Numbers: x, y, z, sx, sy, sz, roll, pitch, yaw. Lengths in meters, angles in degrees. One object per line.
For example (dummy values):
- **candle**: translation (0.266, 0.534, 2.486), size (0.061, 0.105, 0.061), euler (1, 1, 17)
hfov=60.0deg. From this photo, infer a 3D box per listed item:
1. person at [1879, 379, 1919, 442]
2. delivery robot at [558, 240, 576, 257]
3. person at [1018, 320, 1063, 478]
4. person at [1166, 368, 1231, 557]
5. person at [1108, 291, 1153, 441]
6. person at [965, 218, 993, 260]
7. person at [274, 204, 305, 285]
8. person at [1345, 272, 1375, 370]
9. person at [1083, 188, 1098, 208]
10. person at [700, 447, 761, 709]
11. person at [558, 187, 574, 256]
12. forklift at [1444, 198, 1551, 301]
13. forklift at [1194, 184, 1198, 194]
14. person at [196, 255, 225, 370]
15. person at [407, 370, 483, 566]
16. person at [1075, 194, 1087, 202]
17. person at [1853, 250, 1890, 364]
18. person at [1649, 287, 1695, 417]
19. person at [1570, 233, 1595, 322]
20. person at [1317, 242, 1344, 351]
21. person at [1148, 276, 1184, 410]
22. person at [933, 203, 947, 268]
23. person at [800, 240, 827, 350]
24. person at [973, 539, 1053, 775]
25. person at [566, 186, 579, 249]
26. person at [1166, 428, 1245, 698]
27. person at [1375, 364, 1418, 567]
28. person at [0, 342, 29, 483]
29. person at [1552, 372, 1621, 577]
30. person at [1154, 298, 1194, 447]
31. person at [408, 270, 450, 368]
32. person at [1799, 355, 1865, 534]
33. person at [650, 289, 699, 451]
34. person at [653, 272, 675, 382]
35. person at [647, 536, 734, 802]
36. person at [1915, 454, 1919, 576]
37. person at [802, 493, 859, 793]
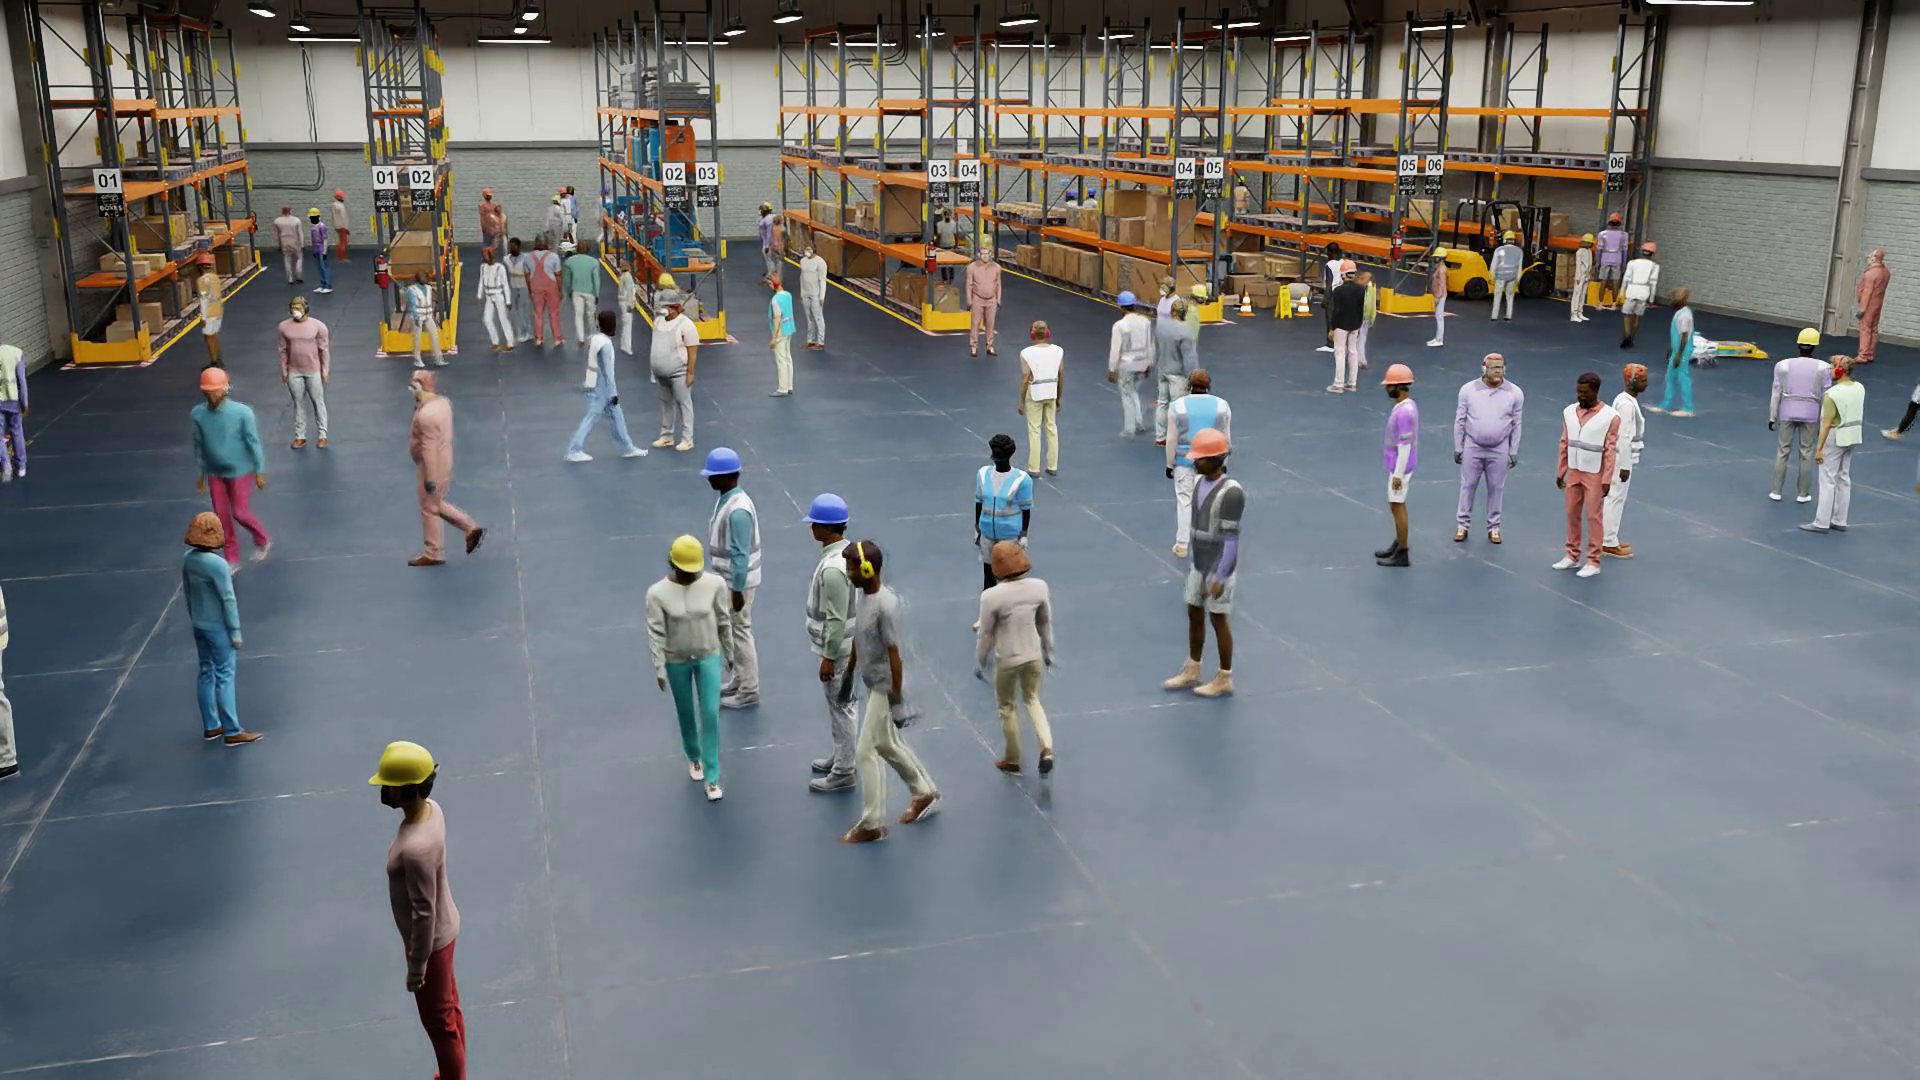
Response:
- **person**: translation (12.354, -2.028, 21.295), size (0.530, 1.650, 0.831), euler (-10, 18, -34)
- **delivery robot**: translation (-10.882, -8.042, 45.867), size (0.477, 0.478, 0.707), euler (4, 15, 15)
- **person**: translation (0.951, -1.641, 19.494), size (0.574, 1.840, 0.380), euler (-8, 17, -27)
- **person**: translation (2.295, -0.746, 16.126), size (0.626, 1.843, 0.430), euler (-1, 15, -3)
- **person**: translation (2.208, -2.260, 21.634), size (0.656, 1.936, 0.468), euler (-11, 18, -36)
- **person**: translation (0.397, -5.941, 35.627), size (0.592, 1.872, 1.030), euler (-1, 15, -4)
- **person**: translation (-16.033, -7.090, 39.888), size (0.681, 1.891, 0.597), euler (-2, 15, -7)
- **person**: translation (6.591, -3.638, 27.474), size (0.504, 1.608, 0.721), euler (-10, 18, -33)
- **person**: translation (3.644, -8.771, 46.116), size (0.605, 1.951, 0.380), euler (11, 18, 35)
- **person**: translation (-1.656, 0.270, 12.128), size (0.419, 1.937, 0.616), euler (-4, 15, -16)
- **person**: translation (-11.140, -8.968, 46.886), size (0.376, 1.934, 0.547), euler (8, 17, 27)
- **forklift**: translation (11.913, -6.508, 37.130), size (2.313, 2.155, 1.214), euler (-4, 15, -15)
- **forklift**: translation (7.392, -11.333, 53.972), size (1.873, 2.768, 1.129), euler (-4, 15, -15)
- **person**: translation (-12.196, -3.678, 27.068), size (0.421, 1.890, 0.574), euler (3, 15, 11)
- **person**: translation (-4.965, -0.684, 15.820), size (0.590, 1.879, 0.669), euler (0, 15, -1)
- **person**: translation (3.698, -9.689, 50.036), size (0.598, 1.713, 0.653), euler (10, 18, 32)
- **person**: translation (15.246, -3.907, 27.898), size (0.650, 1.907, 0.409), euler (-11, 19, -37)
- **person**: translation (10.053, -2.631, 23.250), size (0.426, 1.840, 0.529), euler (4, 15, 13)
- **person**: translation (12.475, -5.254, 33.279), size (0.486, 1.743, 0.299), euler (-14, 20, -42)
- **person**: translation (6.568, -4.279, 29.279), size (0.393, 1.916, 0.591), euler (11, 19, 36)
- **person**: translation (2.945, -2.773, 23.574), size (0.373, 1.937, 0.630), euler (-5, 16, -19)
- **person**: translation (-0.530, -8.082, 43.745), size (0.502, 1.840, 0.344), euler (12, 19, 38)
- **person**: translation (-2.605, -4.336, 29.470), size (0.625, 1.932, 0.373), euler (14, 20, 43)
- **person**: translation (0.374, 0.784, 10.797), size (0.523, 1.617, 0.474), euler (-10, 18, -32)
- **person**: translation (-11.519, -9.555, 49.289), size (0.429, 1.838, 0.621), euler (-14, 20, -41)
- **person**: translation (1.841, 0.172, 12.296), size (0.390, 2.039, 0.616), euler (-7, 16, -23)
- **person**: translation (4.143, -0.710, 15.811), size (0.379, 1.933, 0.552), euler (4, 15, 15)
- **person**: translation (-11.129, -1.612, 19.300), size (0.599, 1.887, 0.767), euler (-13, 19, -39)
- **person**: translation (5.855, -0.624, 15.550), size (0.405, 1.908, 0.599), euler (-9, 18, -32)
- **person**: translation (2.705, -2.085, 21.013), size (0.389, 1.927, 0.639), euler (-11, 18, -35)
- **person**: translation (-8.795, -3.630, 27.413), size (0.695, 1.618, 0.526), euler (10, 18, 32)
- **person**: translation (8.958, -0.968, 16.977), size (0.561, 1.838, 0.395), euler (-8, 17, -28)
- **person**: translation (-3.656, -2.151, 21.032), size (0.673, 2.000, 0.536), euler (10, 18, 34)
- **person**: translation (-4.621, -3.308, 25.964), size (0.341, 1.740, 0.497), euler (-10, 18, -34)
- **person**: translation (-1.689, 0.792, 10.565), size (0.539, 1.706, 0.813), euler (-3, 15, -12)
- **person**: translation (9.228, -0.616, 15.486), size (0.559, 1.918, 0.599), euler (11, 19, 36)
- **person**: translation (-0.801, 0.651, 10.663), size (0.384, 1.949, 0.603), euler (0, 15, 0)
